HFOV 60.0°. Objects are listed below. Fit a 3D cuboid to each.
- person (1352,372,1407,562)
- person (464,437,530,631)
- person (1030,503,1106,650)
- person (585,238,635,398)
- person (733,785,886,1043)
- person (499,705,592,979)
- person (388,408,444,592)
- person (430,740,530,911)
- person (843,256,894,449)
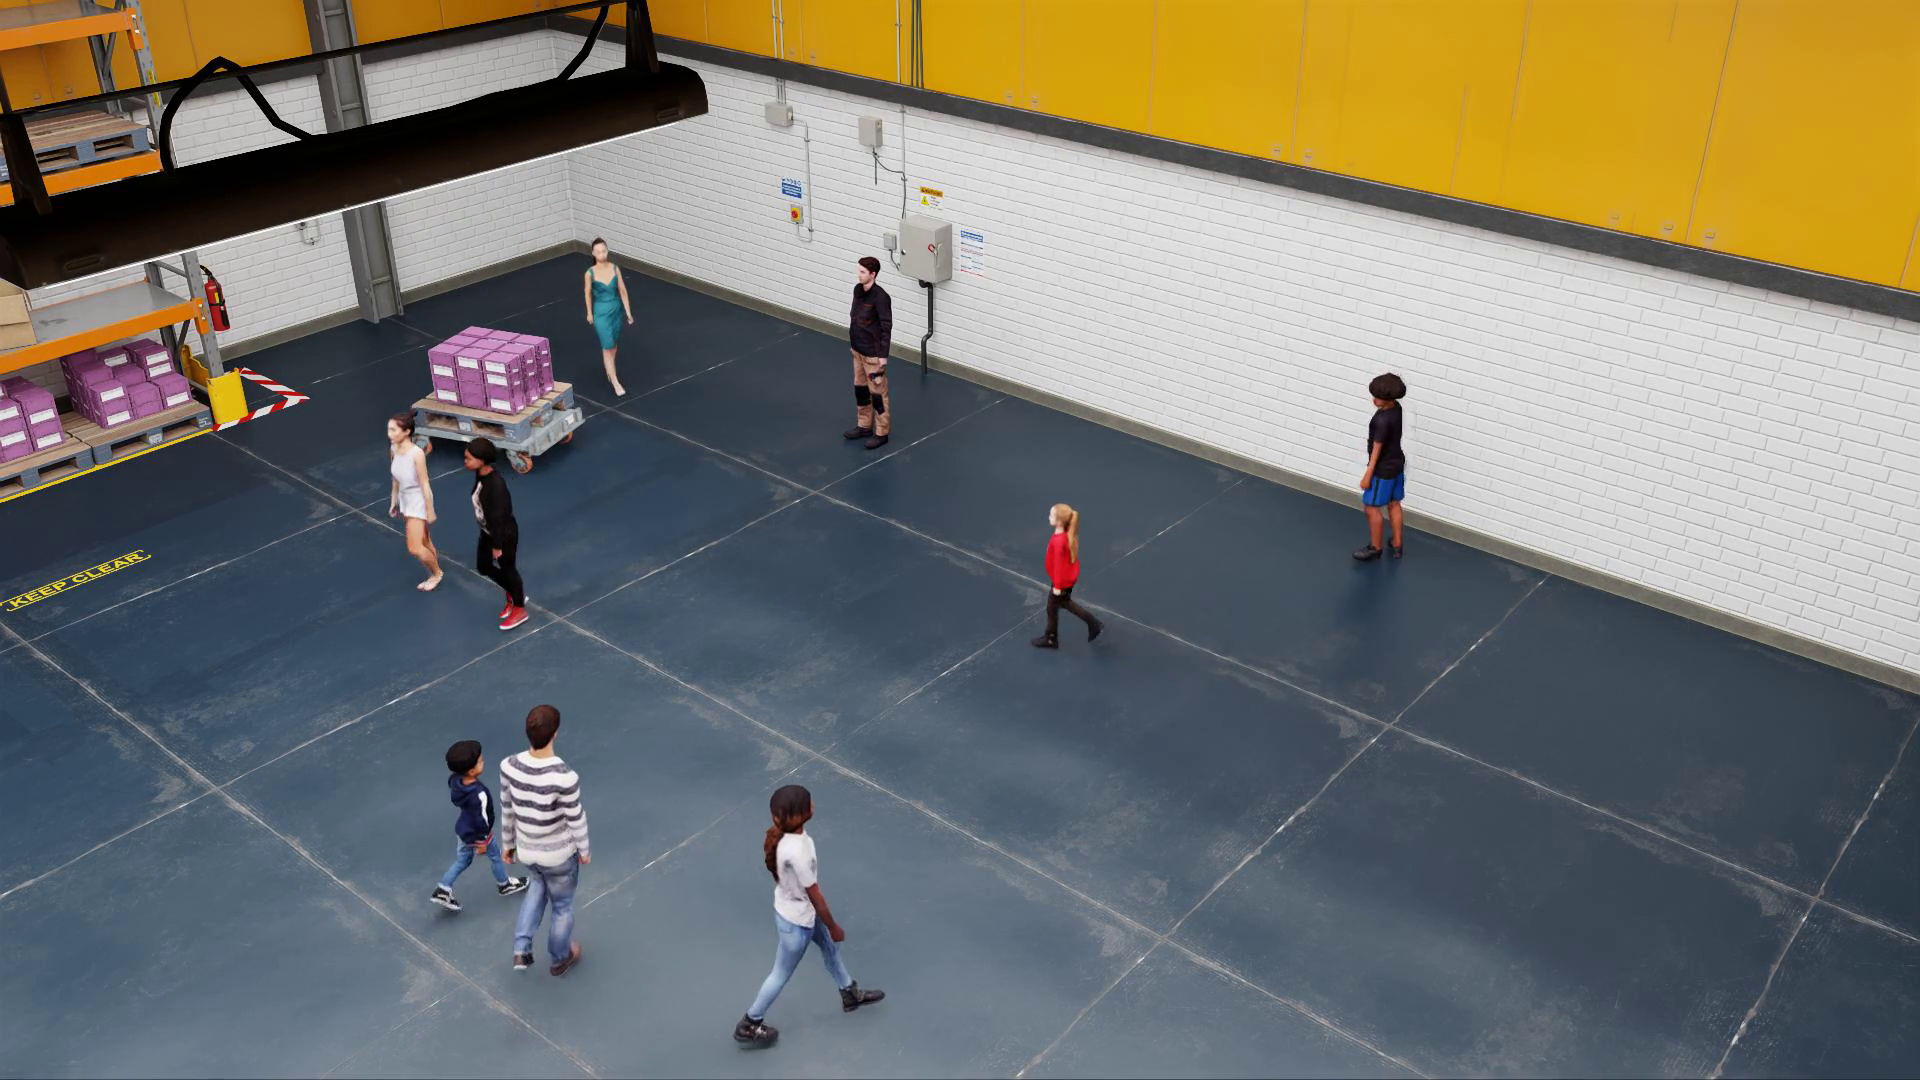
[{"bbox_3d":[3.658,-0.620,14.184,0.846,1.754,0.621,24,37,37],"label":"person"},{"bbox_3d":[-3.616,-0.078,13.289,0.622,1.660,0.604,25,37,38],"label":"person"},{"bbox_3d":[0.855,0.307,12.992,0.754,1.268,0.811,7,29,13],"label":"person"},{"bbox_3d":[-3.726,-2.374,17.512,0.998,1.646,0.831,-17,33,-28],"label":"person"},{"bbox_3d":[-0.974,2.124,9.234,1.189,1.677,1.027,-7,29,-13],"label":"person"},{"bbox_3d":[-2.421,1.840,9.602,0.792,1.824,0.854,9,30,16],"label":"person"},{"bbox_3d":[-4.456,-0.339,13.830,0.566,1.600,0.575,23,36,36],"label":"person"},{"bbox_3d":[-3.071,1.794,10.334,0.889,1.204,0.644,-20,35,-32],"label":"person"},{"bbox_3d":[-0.878,-1.850,16.261,0.646,1.925,0.724,-23,36,-36],"label":"person"}]
